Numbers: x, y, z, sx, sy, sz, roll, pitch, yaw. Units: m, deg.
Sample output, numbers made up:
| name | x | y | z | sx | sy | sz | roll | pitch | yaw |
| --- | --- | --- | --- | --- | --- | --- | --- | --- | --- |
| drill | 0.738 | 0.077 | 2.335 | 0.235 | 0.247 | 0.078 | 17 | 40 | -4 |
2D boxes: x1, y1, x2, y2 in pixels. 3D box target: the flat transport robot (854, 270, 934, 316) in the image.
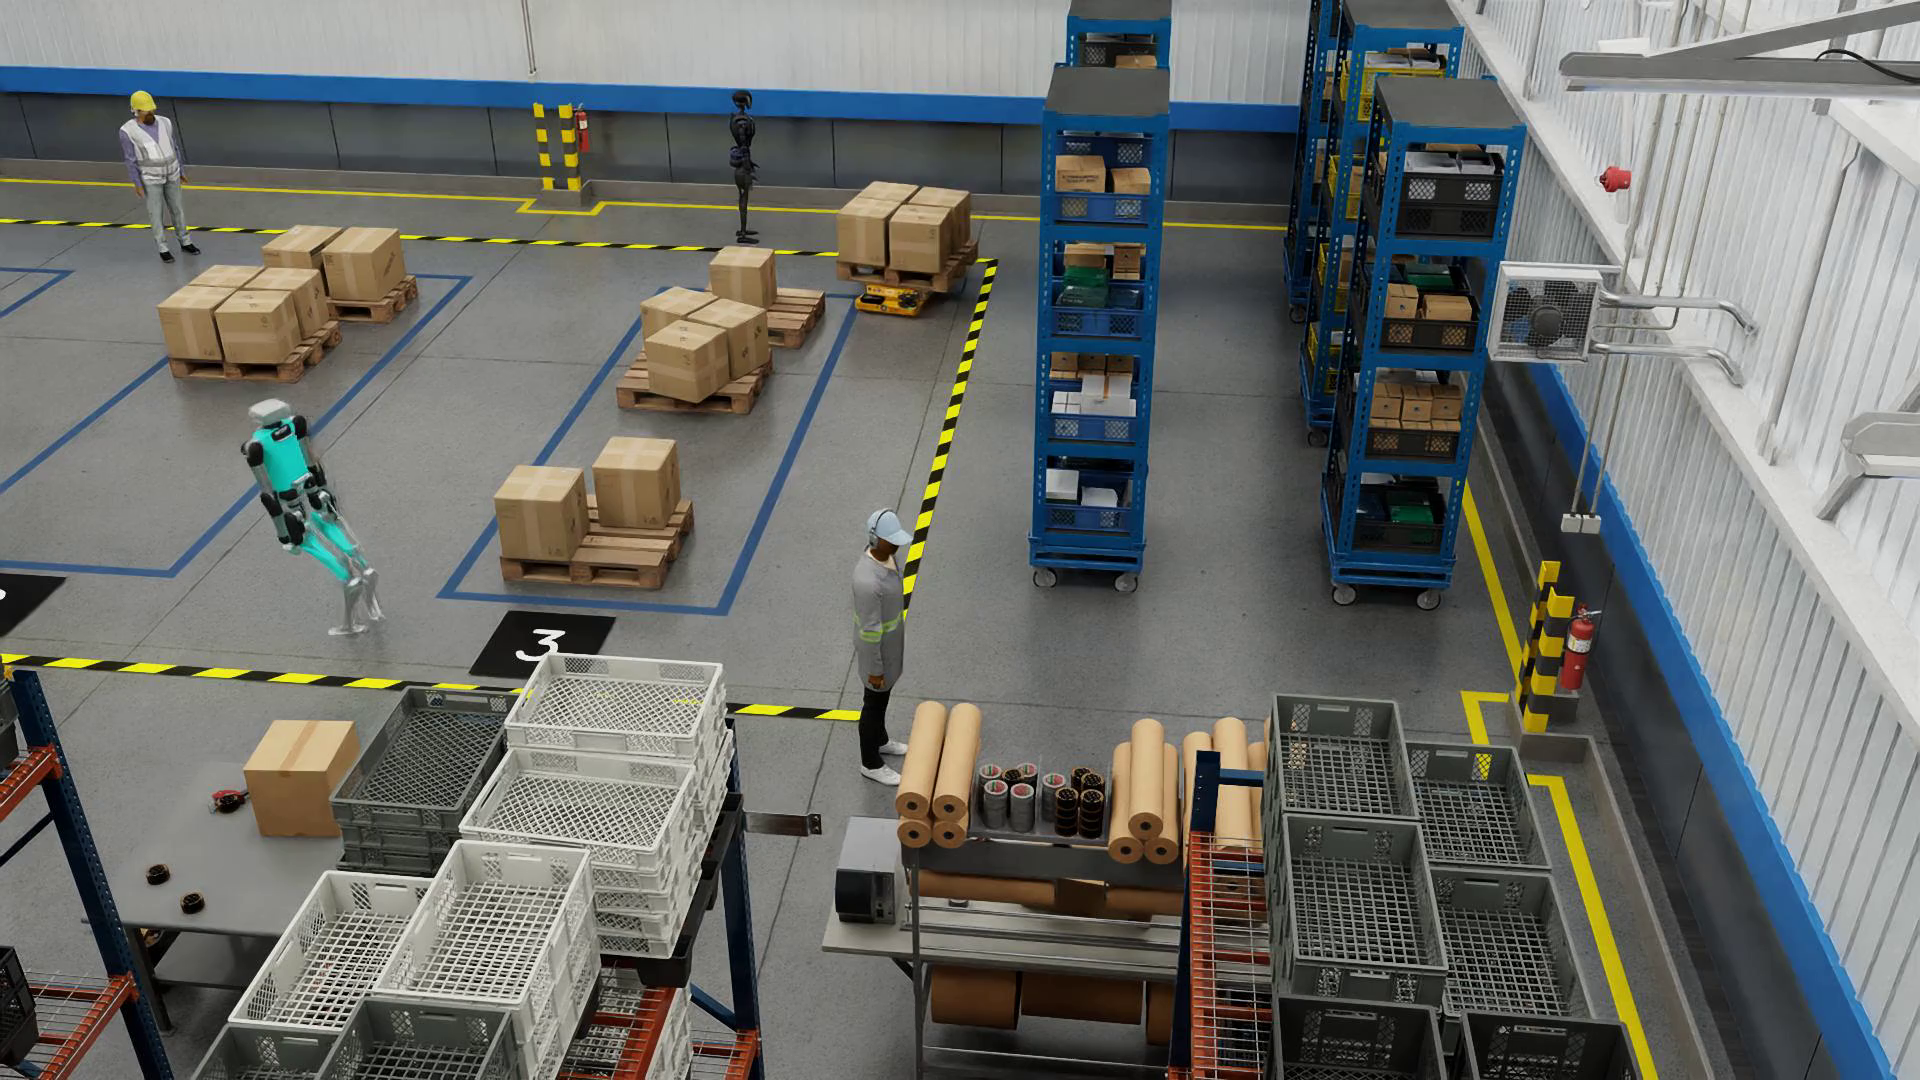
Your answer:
| name | x | y | z | sx | sy | sz | roll | pitch | yaw |
| --- | --- | --- | --- | --- | --- | --- | --- | --- | --- |
| flat transport robot | -0.543 | -2.714 | 17.307 | 0.652 | 0.197 | 1.431 | 9 | 32 | 16 |

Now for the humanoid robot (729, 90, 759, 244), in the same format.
| name | x | y | z | sx | sy | sz | roll | pitch | yaw |
| --- | --- | --- | --- | --- | --- | --- | --- | --- | --- |
| humanoid robot | -2.377 | -4.136 | 18.363 | 0.315 | 1.656 | 0.599 | -2 | 30 | -4 |

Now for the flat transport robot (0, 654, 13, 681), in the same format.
| name | x | y | z | sx | sy | sz | roll | pitch | yaw |
| --- | --- | --- | --- | --- | --- | --- | --- | --- | --- |
| flat transport robot | -7.142 | 0.969 | 11.010 | 1.431 | 0.231 | 0.659 | 3 | 30 | 6 |

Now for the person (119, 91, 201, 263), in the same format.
| name | x | y | z | sx | sy | sz | roll | pitch | yaw |
| --- | --- | --- | --- | --- | --- | --- | --- | --- | --- |
| person | -8.575 | -3.902 | 17.819 | 0.404 | 1.831 | 0.598 | 21 | 36 | 31 |

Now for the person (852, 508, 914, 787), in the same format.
| name | x | y | z | sx | sy | sz | roll | pitch | yaw |
| --- | --- | --- | --- | --- | --- | --- | --- | --- | --- |
| person | -0.446 | 0.625 | 10.026 | 0.385 | 1.849 | 0.596 | 4 | 30 | 8 |

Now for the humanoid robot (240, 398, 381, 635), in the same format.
| name | x | y | z | sx | sy | sz | roll | pitch | yaw |
| --- | --- | --- | --- | --- | --- | --- | --- | --- | --- |
| humanoid robot | -4.334 | -0.123 | 11.411 | 0.781 | 1.739 | 0.617 | 11 | 32 | 19 |
